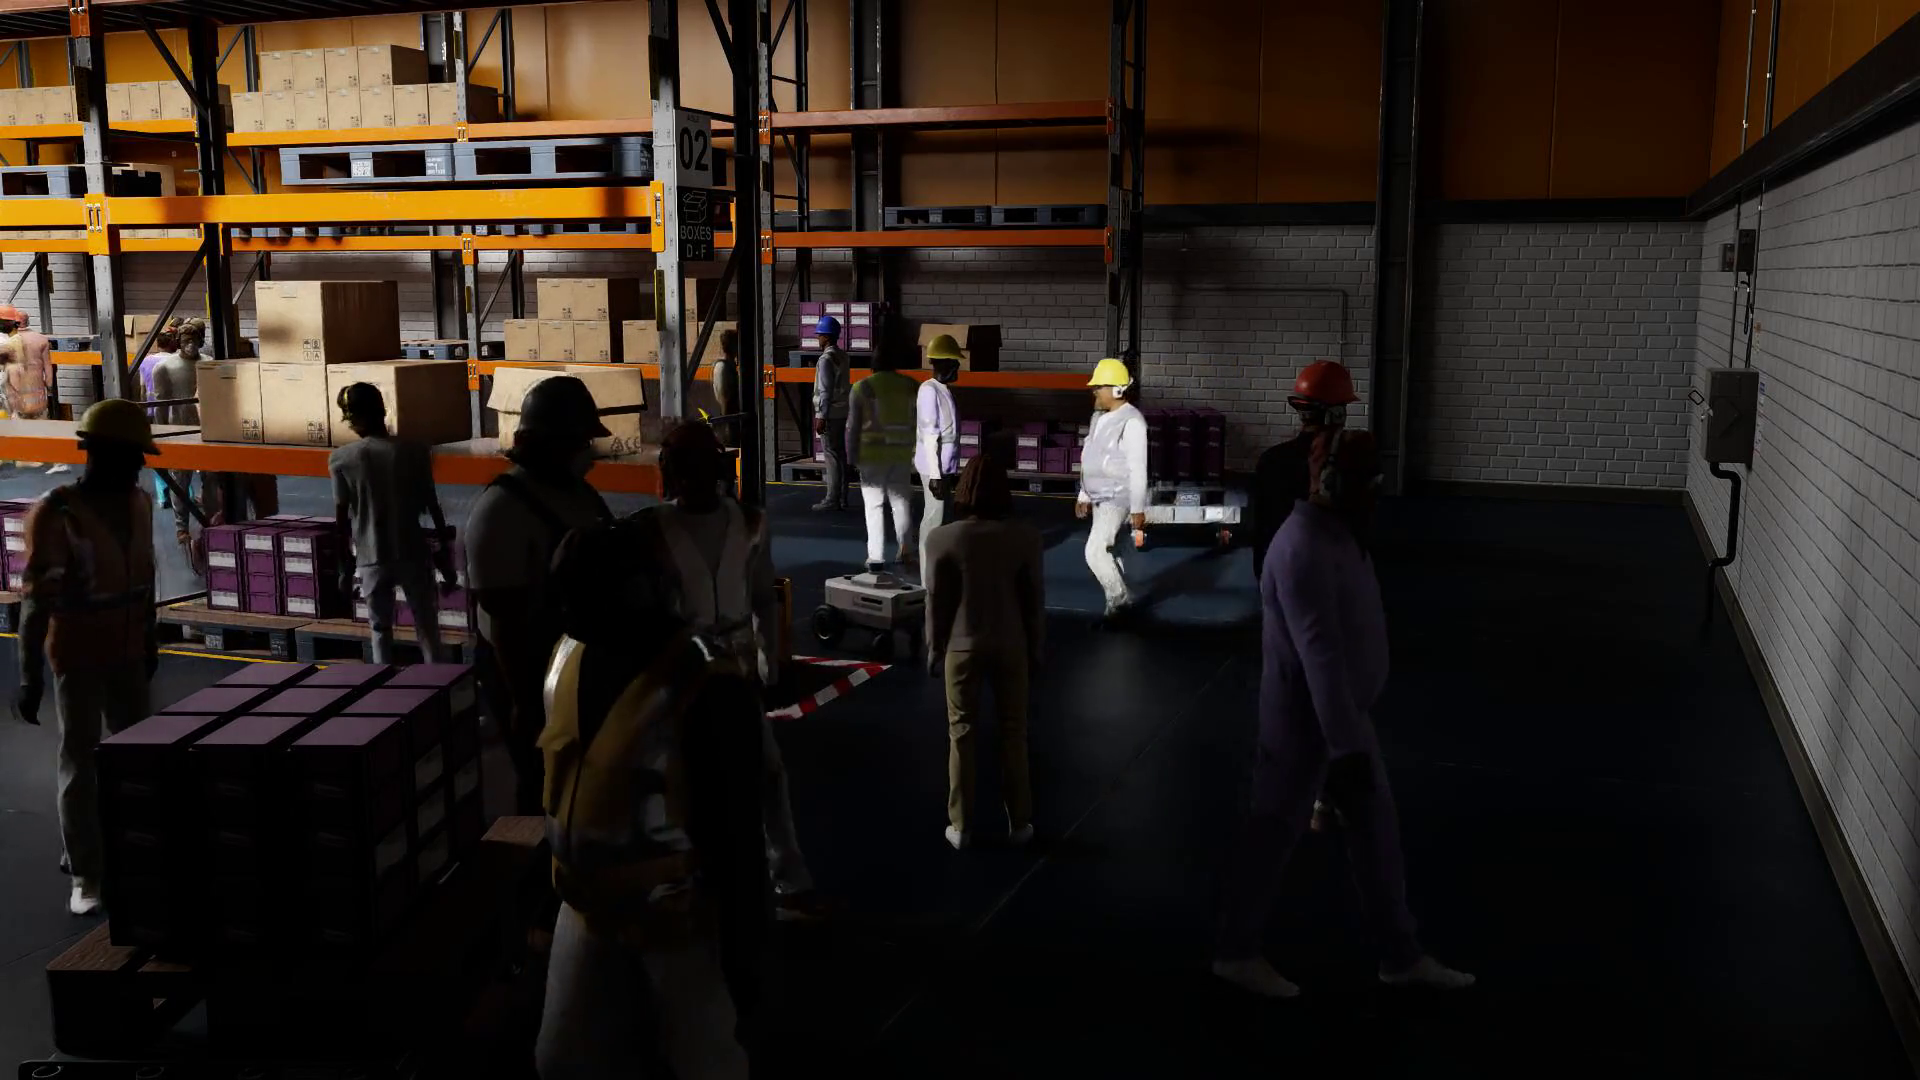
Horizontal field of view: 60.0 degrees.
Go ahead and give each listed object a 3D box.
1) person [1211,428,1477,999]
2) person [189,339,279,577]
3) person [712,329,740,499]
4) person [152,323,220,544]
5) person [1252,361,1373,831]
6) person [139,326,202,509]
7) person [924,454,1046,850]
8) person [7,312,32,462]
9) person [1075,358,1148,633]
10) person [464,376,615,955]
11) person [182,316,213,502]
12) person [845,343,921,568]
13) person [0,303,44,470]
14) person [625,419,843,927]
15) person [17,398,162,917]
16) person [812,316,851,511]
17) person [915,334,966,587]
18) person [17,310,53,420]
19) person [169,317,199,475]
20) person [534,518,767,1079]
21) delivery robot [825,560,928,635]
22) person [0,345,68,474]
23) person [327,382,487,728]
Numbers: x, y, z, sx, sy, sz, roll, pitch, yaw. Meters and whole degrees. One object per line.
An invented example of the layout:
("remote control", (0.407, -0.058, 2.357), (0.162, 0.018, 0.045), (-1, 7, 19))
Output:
("person", (1.250, 0.588, 5.312), (0.924, 1.871, 0.660), (5, 10, 28))
("person", (-5.518, -0.596, 12.697), (0.789, 1.882, 0.646), (4, 10, 23))
("person", (-2.249, -1.174, 16.493), (0.405, 1.827, 0.534), (1, 9, 7))
("person", (-6.762, -0.943, 14.700), (0.637, 1.938, 0.355), (-8, 12, -43))
("person", (1.520, 0.235, 7.120), (0.379, 1.996, 0.611), (-7, 11, -37))
("person", (-7.953, -1.222, 16.736), (0.565, 1.845, 0.384), (2, 9, 10))
("person", (0.103, 0.462, 6.828), (0.498, 1.634, 0.278), (0, 9, -1))
("person", (-11.951, -1.954, 21.050), (0.358, 1.938, 0.542), (-5, 10, -28))
("person", (0.973, -0.281, 10.916), (0.431, 1.815, 0.606), (-2, 9, -15))
("person", (-1.360, 0.437, 5.717), (0.536, 2.000, 0.695), (4, 10, 22))
("person", (-7.756, -1.313, 17.025), (0.356, 1.936, 0.638), (-2, 9, -10))
("person", (-0.582, -0.656, 13.261), (0.672, 1.821, 0.439), (-3, 10, -18))
("person", (-11.470, -1.851, 20.112), (0.507, 2.027, 0.645), (-8, 12, -41))
("person", (-0.824, 0.508, 5.865), (0.684, 1.861, 0.722), (-7, 11, -35))
("person", (-3.263, 0.433, 6.202), (0.456, 1.903, 0.767), (3, 9, 16))
("person", (-1.285, -1.260, 16.660), (0.388, 1.947, 0.611), (2, 9, 14))
("person", (-0.137, -0.537, 12.178), (0.371, 1.929, 0.585), (1, 9, 9))
("person", (-12.179, -2.037, 21.673), (0.651, 1.905, 0.409), (-6, 11, -34))
("person", (-9.119, -1.682, 19.557), (0.309, 1.868, 0.535), (7, 11, 38))
("person", (-0.696, 0.851, 3.802), (0.729, 1.817, 0.455), (7, 11, 36))
("delivery robot", (-0.520, 0.372, 10.476), (0.707, 0.478, 0.477), (8, 12, 42))
("person", (-10.983, -1.499, 19.393), (0.995, 1.549, 0.529), (-5, 10, -30))
("person", (-2.788, 0.122, 8.367), (0.685, 1.829, 0.439), (-3, 9, -16))
